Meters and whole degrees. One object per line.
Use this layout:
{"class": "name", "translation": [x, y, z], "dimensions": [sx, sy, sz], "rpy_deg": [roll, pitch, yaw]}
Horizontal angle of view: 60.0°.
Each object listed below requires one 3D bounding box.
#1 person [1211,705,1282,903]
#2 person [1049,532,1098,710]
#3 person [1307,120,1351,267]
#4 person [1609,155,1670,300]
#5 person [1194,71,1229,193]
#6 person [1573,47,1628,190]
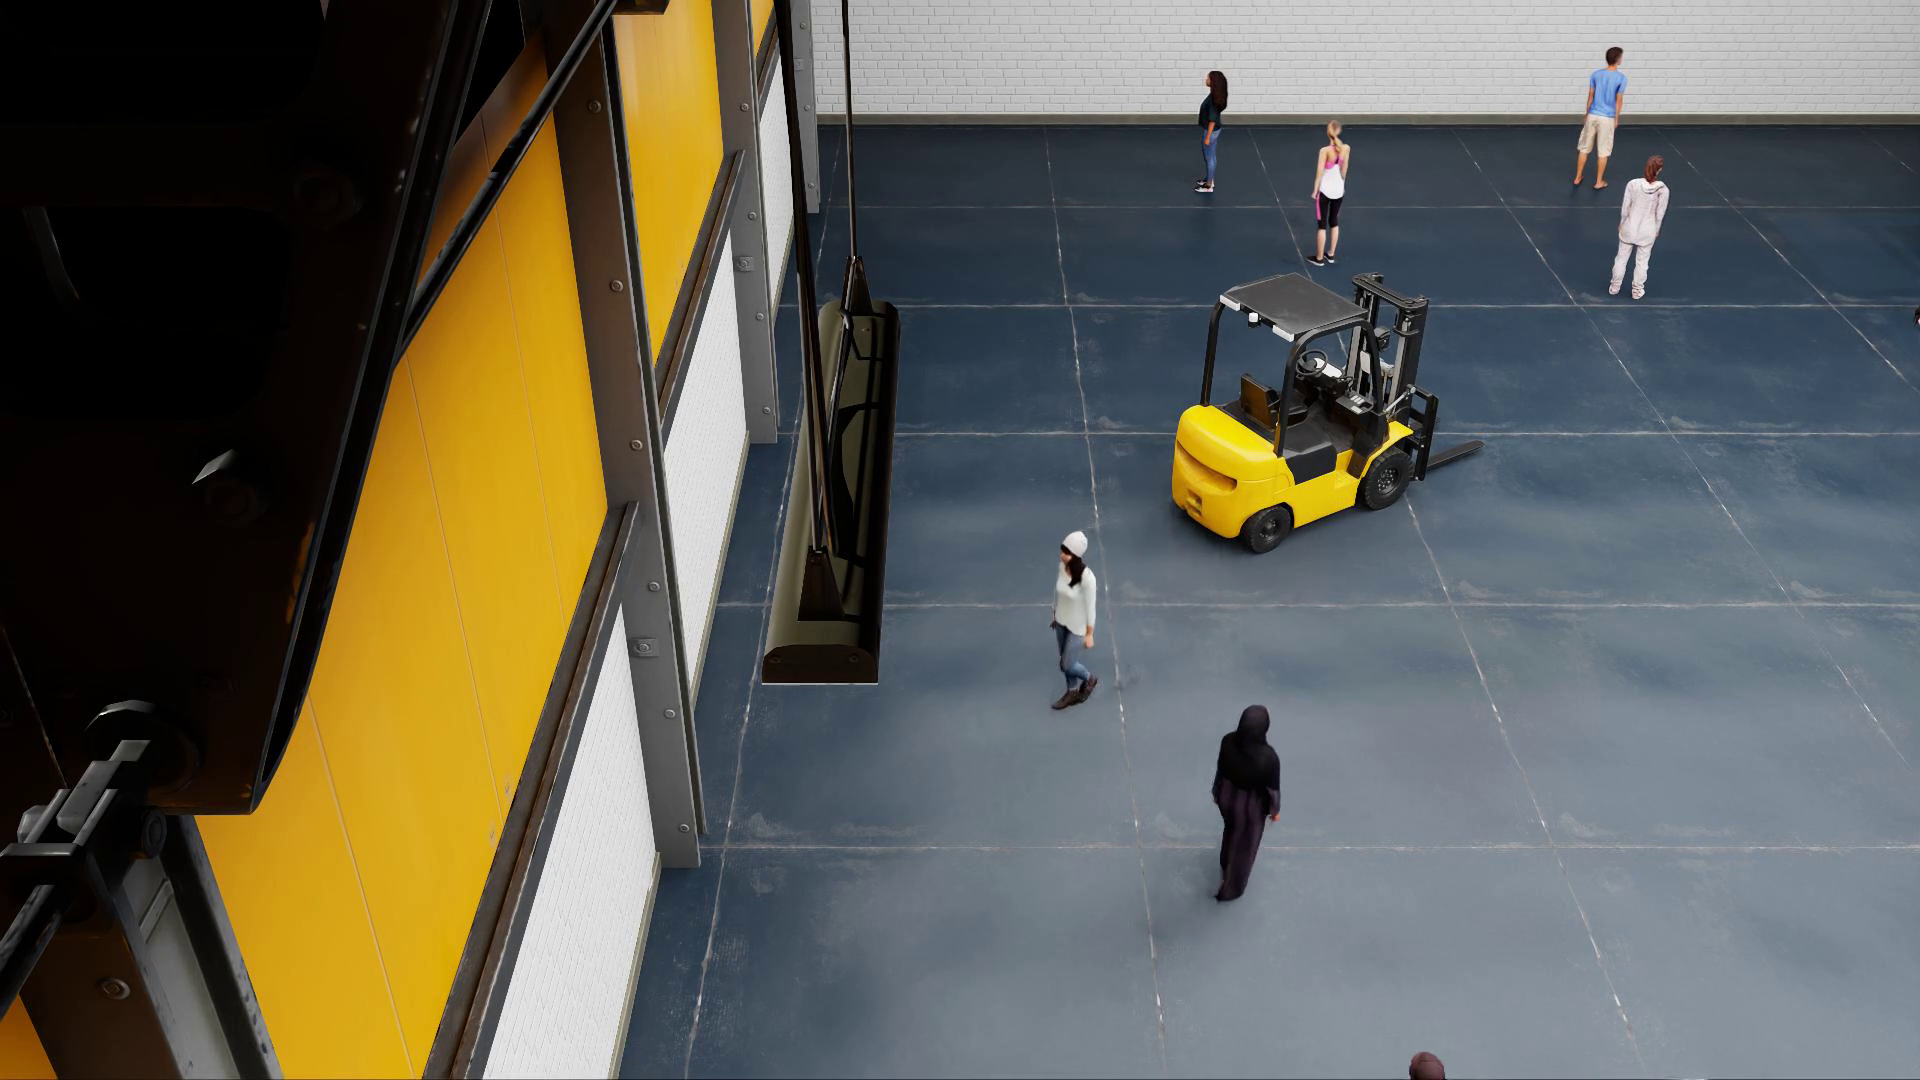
{"class": "person", "translation": [1.873, 1.790, 11.248], "dimensions": [0.856, 1.611, 0.921], "rpy_deg": [27, 42, 35]}
{"class": "person", "translation": [0.943, 0.626, 12.976], "dimensions": [0.803, 1.636, 0.741], "rpy_deg": [-22, 39, -29]}
{"class": "person", "translation": [4.468, -4.191, 20.089], "dimensions": [0.676, 1.786, 0.660], "rpy_deg": [-14, 36, -21]}
{"class": "person", "translation": [7.900, -3.641, 19.346], "dimensions": [0.724, 1.692, 0.736], "rpy_deg": [18, 38, 25]}
{"class": "person", "translation": [3.346, -5.445, 22.127], "dimensions": [0.729, 1.617, 0.623], "rpy_deg": [9, 35, 14]}
{"class": "person", "translation": [8.560, -5.635, 22.193], "dimensions": [0.745, 1.862, 0.773], "rpy_deg": [23, 40, 30]}
